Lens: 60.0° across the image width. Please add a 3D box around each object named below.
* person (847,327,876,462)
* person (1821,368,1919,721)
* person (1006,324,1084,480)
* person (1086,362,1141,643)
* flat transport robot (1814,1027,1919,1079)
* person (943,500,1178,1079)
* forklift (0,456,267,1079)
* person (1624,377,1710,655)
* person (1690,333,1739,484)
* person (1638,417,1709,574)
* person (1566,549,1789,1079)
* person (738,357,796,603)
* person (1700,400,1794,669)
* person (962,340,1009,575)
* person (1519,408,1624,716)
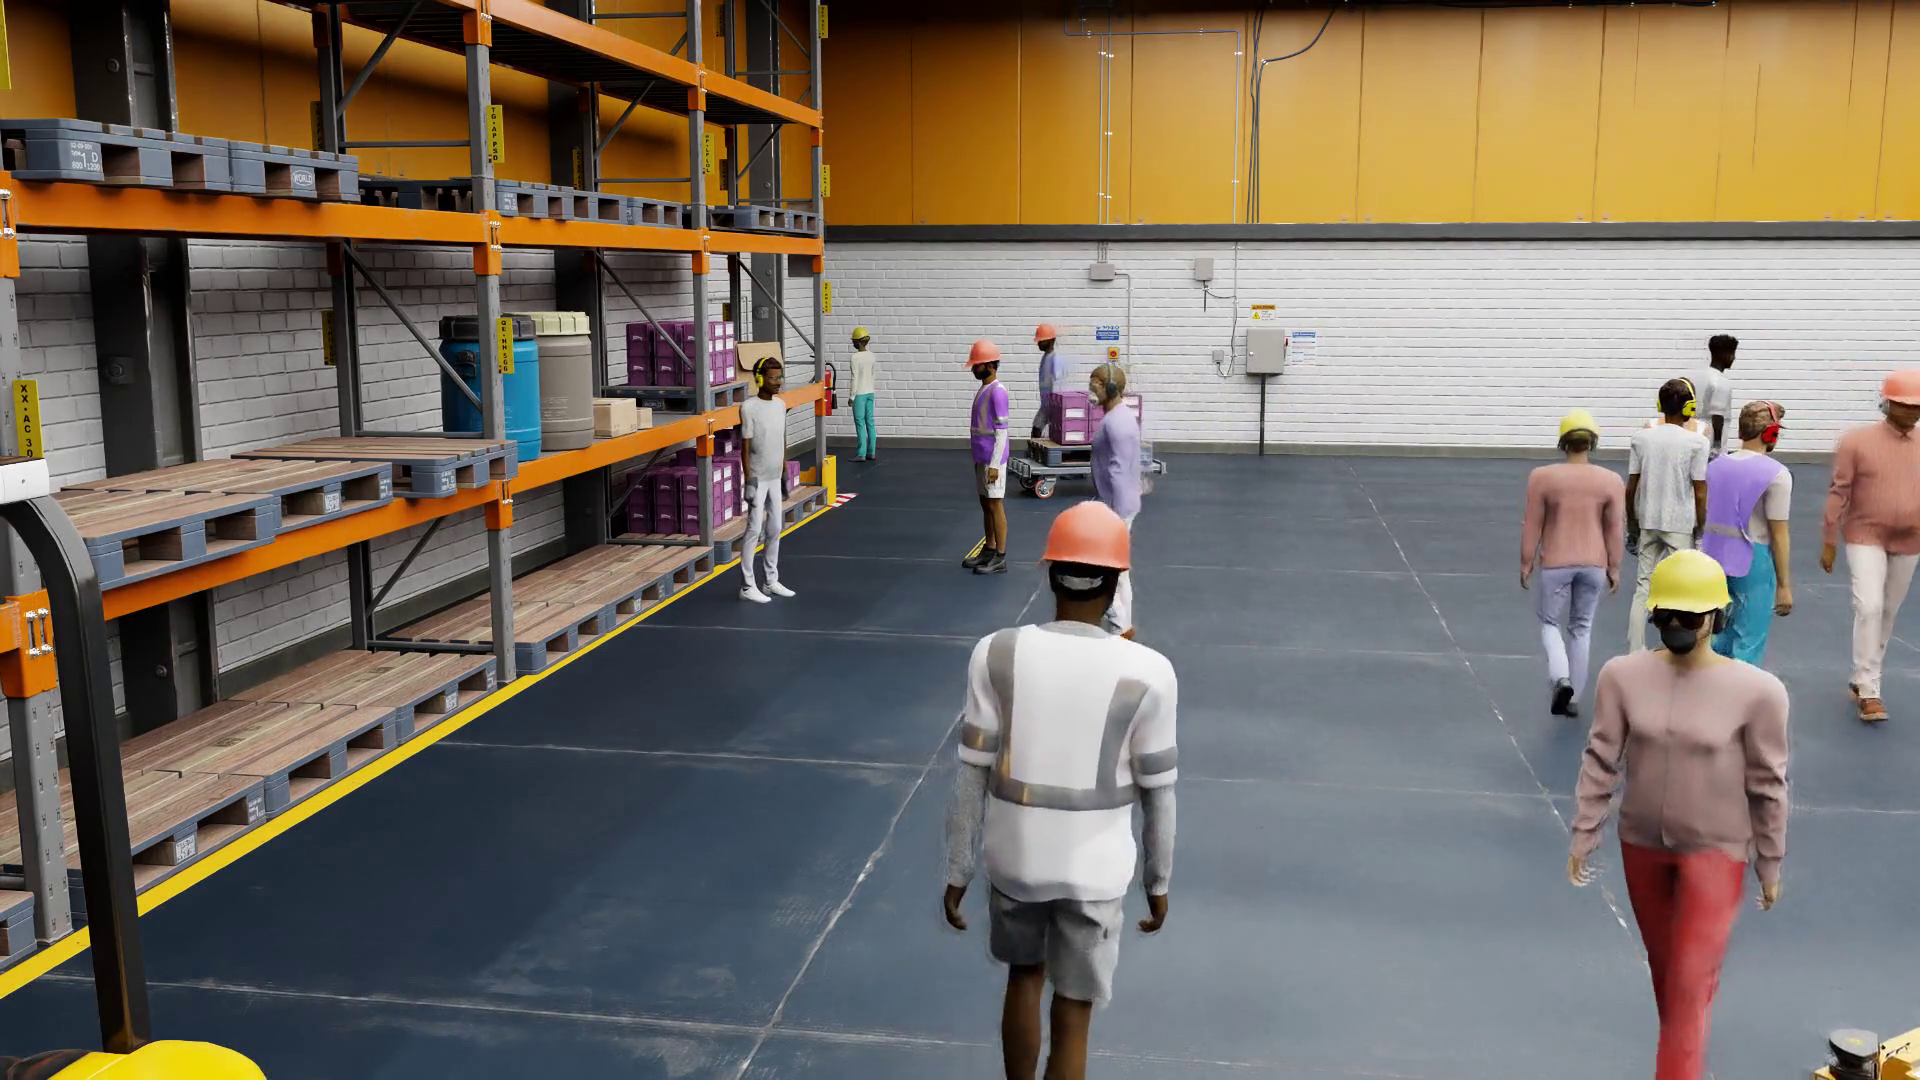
[{"bbox_3d":[-1.301,-1.905,21.843,0.310,1.768,0.533,5,11,30],"label":"person"},{"bbox_3d":[5.210,0.035,9.254,0.644,1.956,0.890,1,9,8],"label":"person"},{"bbox_3d":[1.043,-1.627,19.806,0.996,1.871,0.569,-3,10,-16],"label":"person"},{"bbox_3d":[0.942,-0.173,10.666,0.440,1.924,0.663,1,9,5],"label":"person"},{"bbox_3d":[3.204,1.646,4.541,0.652,0.197,1.431,-6,11,-31],"label":"flat transport robot"},{"bbox_3d":[0.277,0.849,4.403,0.593,1.909,0.565,2,10,15],"label":"person"},{"bbox_3d":[-2.328,0.975,2.765,2.313,2.155,1.214,1,9,9],"label":"forklift"},{"bbox_3d":[4.282,-0.050,10.085,0.329,1.871,0.513,-8,12,-39],"label":"person"},{"bbox_3d":[6.827,-0.940,15.350,0.714,1.941,0.617,-1,9,-5],"label":"person"},{"bbox_3d":[5.459,-0.372,12.765,0.512,1.644,0.307,1,9,4],"label":"person"},{"bbox_3d":[1.978,0.891,4.680,0.543,1.727,0.826,9,13,44],"label":"person"},{"bbox_3d":[-1.477,-0.457,12.645,0.320,1.860,0.505,6,11,34],"label":"person"},{"bbox_3d":[4.087,0.190,8.697,0.399,1.840,0.573,-2,9,-11],"label":"person"},{"bbox_3d":[0.221,-0.682,13.780,0.362,1.936,0.542,-2,10,-15],"label":"person"},{"bbox_3d":[3.400,0.148,9.236,0.554,1.739,0.593,1,9,8],"label":"person"}]
